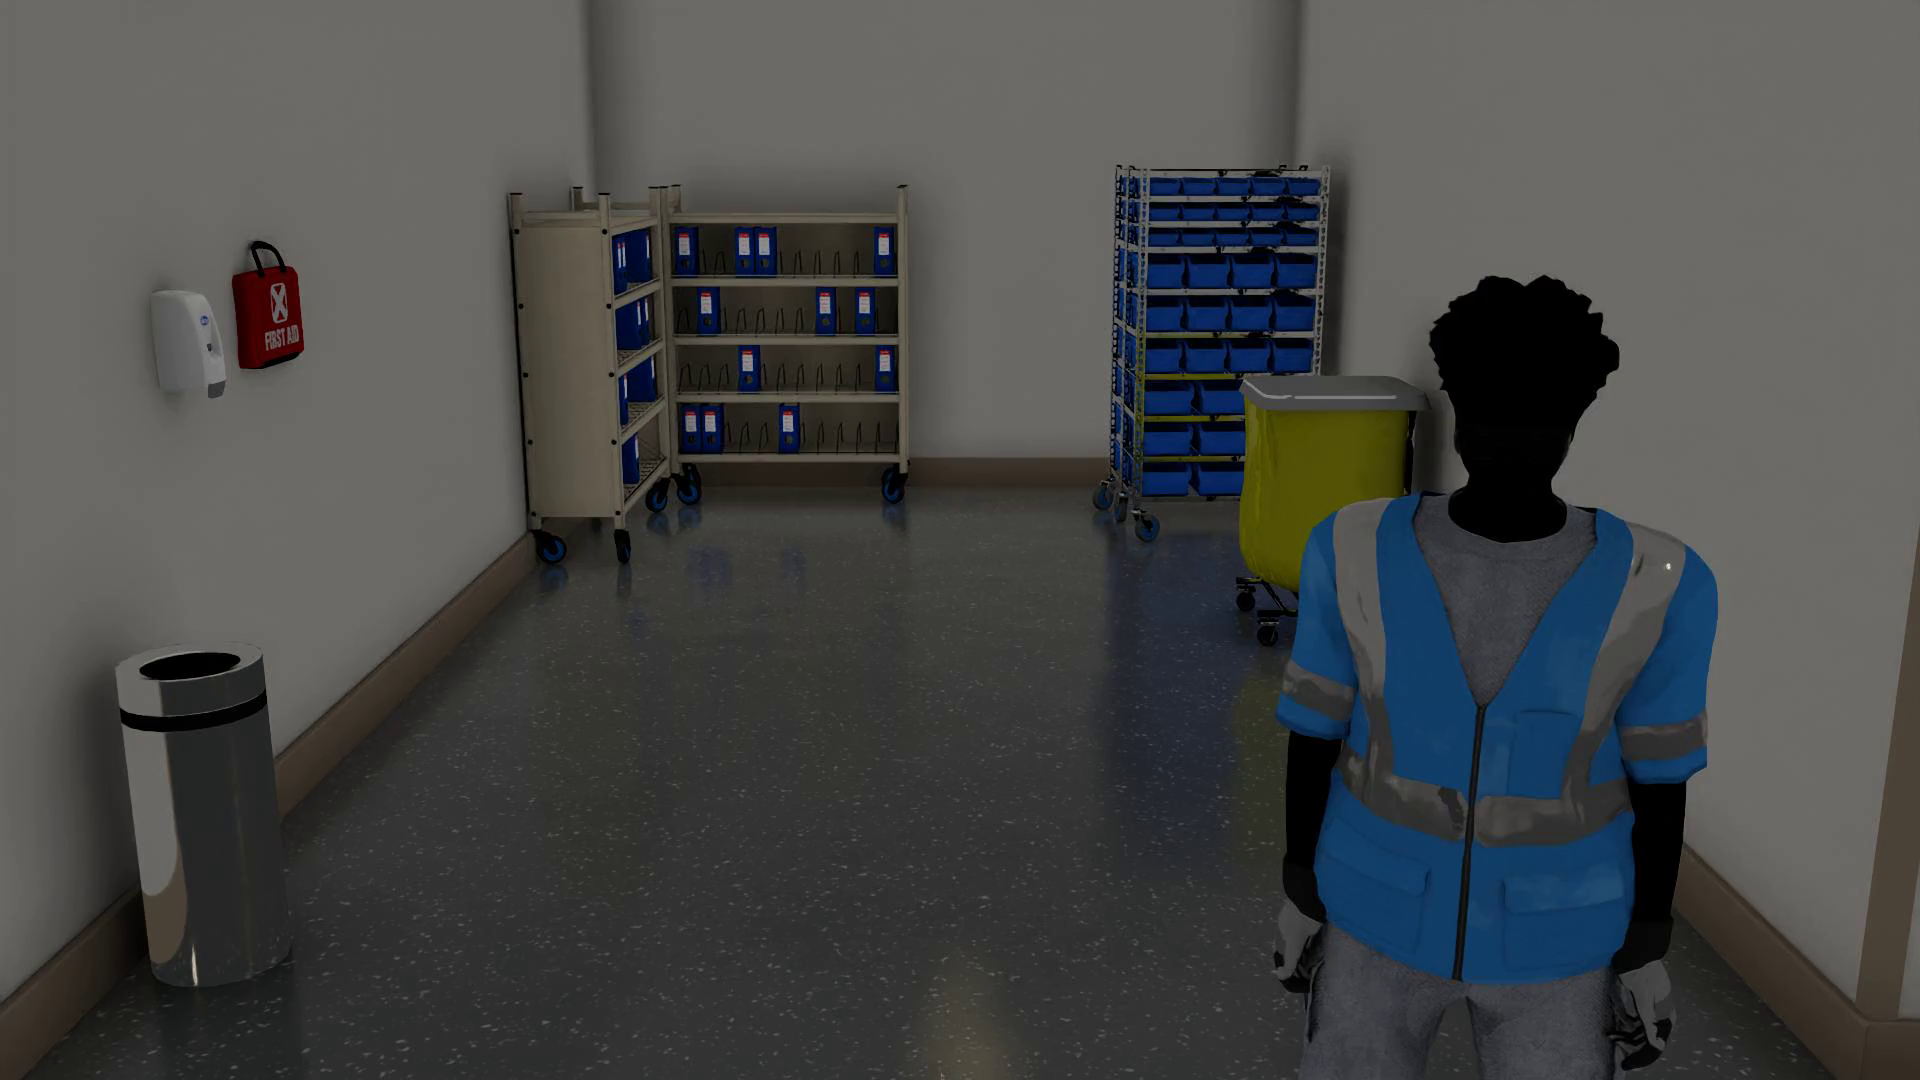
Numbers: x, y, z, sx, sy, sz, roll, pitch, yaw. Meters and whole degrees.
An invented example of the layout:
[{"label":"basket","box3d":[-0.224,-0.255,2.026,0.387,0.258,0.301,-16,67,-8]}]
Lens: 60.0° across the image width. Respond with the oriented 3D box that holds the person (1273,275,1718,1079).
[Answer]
[{"label":"person","box3d":[0.663,0.506,2.168,0.531,1.693,0.320,5,14,20]}]
